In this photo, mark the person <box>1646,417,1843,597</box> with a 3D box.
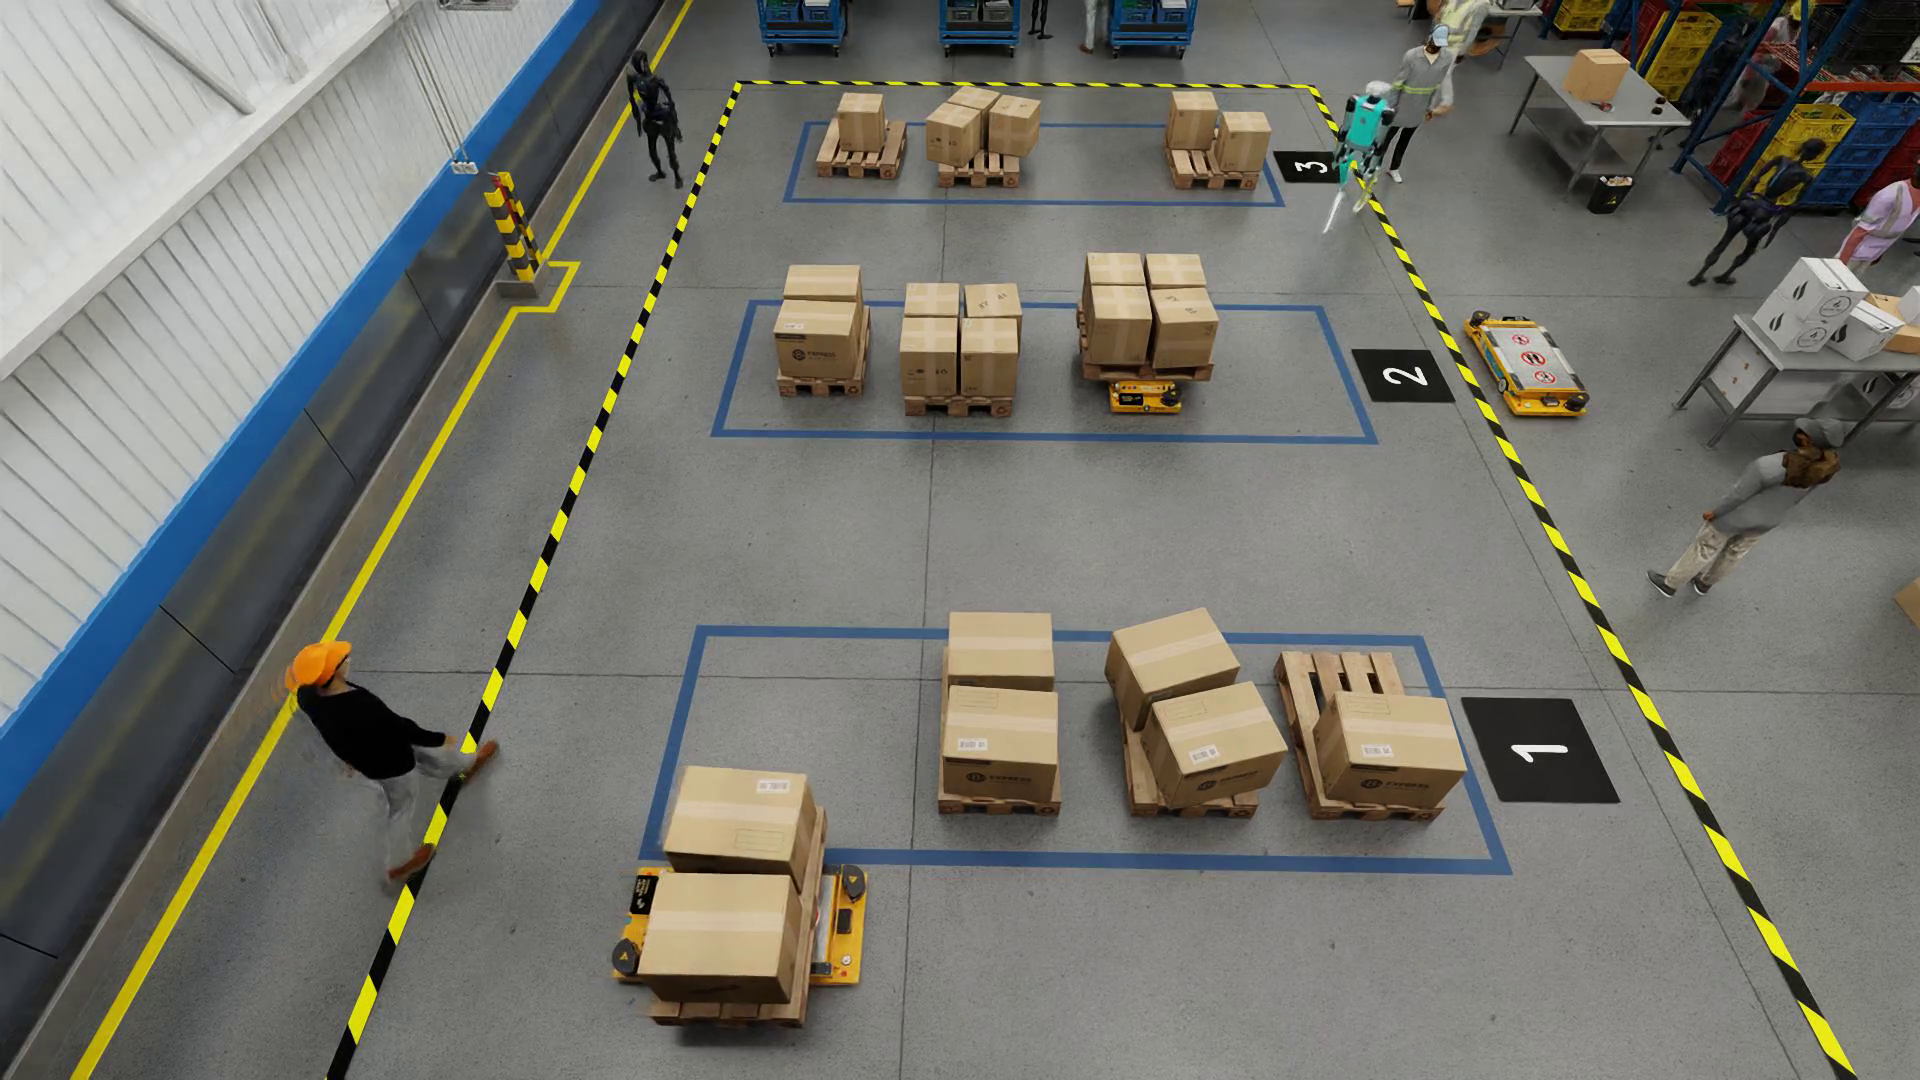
[{"bbox_3d":[5.778,-0.195,6.707,0.572,1.769,0.397,-2,49,-2],"label":"person"}]

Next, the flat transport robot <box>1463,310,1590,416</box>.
[{"bbox_3d":[5.573,-1.757,9.054,0.659,0.231,1.431,1,49,1],"label":"flat transport robot"}]

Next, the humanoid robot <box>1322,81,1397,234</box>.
[{"bbox_3d":[4.621,-4.399,10.402,0.552,1.767,1.019,35,58,26],"label":"humanoid robot"}]

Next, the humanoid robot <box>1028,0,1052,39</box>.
[{"bbox_3d":[1.281,-8.663,14.093,0.315,1.654,0.599,-23,53,-19],"label":"humanoid robot"}]

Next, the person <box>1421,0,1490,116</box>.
[{"bbox_3d":[6.540,-6.650,12.271,0.496,1.816,0.653,-24,53,-19],"label":"person"}]

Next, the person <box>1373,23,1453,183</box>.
[{"bbox_3d":[5.421,-5.206,10.994,0.587,1.850,0.392,0,49,0],"label":"person"}]

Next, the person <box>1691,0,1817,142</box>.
[{"bbox_3d":[10.236,-6.085,11.796,0.633,1.782,0.621,-14,51,-12],"label":"person"}]

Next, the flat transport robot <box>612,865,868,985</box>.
[{"bbox_3d":[-1.300,2.299,5.525,1.431,0.197,0.652,1,49,1],"label":"flat transport robot"}]

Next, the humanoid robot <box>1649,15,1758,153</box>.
[{"bbox_3d":[9.451,-5.757,11.589,0.584,1.637,0.412,-10,50,-8],"label":"humanoid robot"}]

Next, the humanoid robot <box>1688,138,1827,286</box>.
[{"bbox_3d":[8.306,-3.391,9.542,0.499,1.641,0.615,-11,50,-9],"label":"humanoid robot"}]

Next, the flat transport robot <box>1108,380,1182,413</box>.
[{"bbox_3d":[1.773,-1.807,9.079,0.652,0.197,1.431,1,49,1],"label":"flat transport robot"}]

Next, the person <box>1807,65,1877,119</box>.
[{"bbox_3d":[11.243,-5.851,11.531,0.356,1.882,0.574,4,49,3],"label":"person"}]

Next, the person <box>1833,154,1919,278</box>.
[{"bbox_3d":[8.645,-2.762,8.752,0.606,2.044,0.373,-17,51,-14],"label":"person"}]

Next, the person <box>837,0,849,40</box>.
[{"bbox_3d":[-2.057,-8.819,14.072,0.639,1.913,0.952,-31,56,-24],"label":"person"}]

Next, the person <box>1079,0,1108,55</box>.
[{"bbox_3d":[2.047,-8.314,13.644,0.656,1.919,0.413,-23,53,-19],"label":"person"}]

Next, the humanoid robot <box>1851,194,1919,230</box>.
[{"bbox_3d":[10.132,-3.746,9.779,0.736,1.762,0.531,35,58,26],"label":"humanoid robot"}]

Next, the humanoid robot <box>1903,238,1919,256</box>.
[{"bbox_3d":[11.081,-3.892,9.960,0.315,1.657,0.599,13,50,11],"label":"humanoid robot"}]

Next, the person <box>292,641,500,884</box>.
[{"bbox_3d":[-3.417,1.257,5.418,0.584,1.832,1.034,21,52,17],"label":"person"}]

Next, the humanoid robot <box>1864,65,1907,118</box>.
[{"bbox_3d":[11.492,-5.436,11.268,0.830,1.762,0.538,27,54,21],"label":"humanoid robot"}]

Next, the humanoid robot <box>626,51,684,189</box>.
[{"bbox_3d":[-3.609,-5.013,10.949,0.617,1.640,0.419,8,50,7],"label":"humanoid robot"}]
